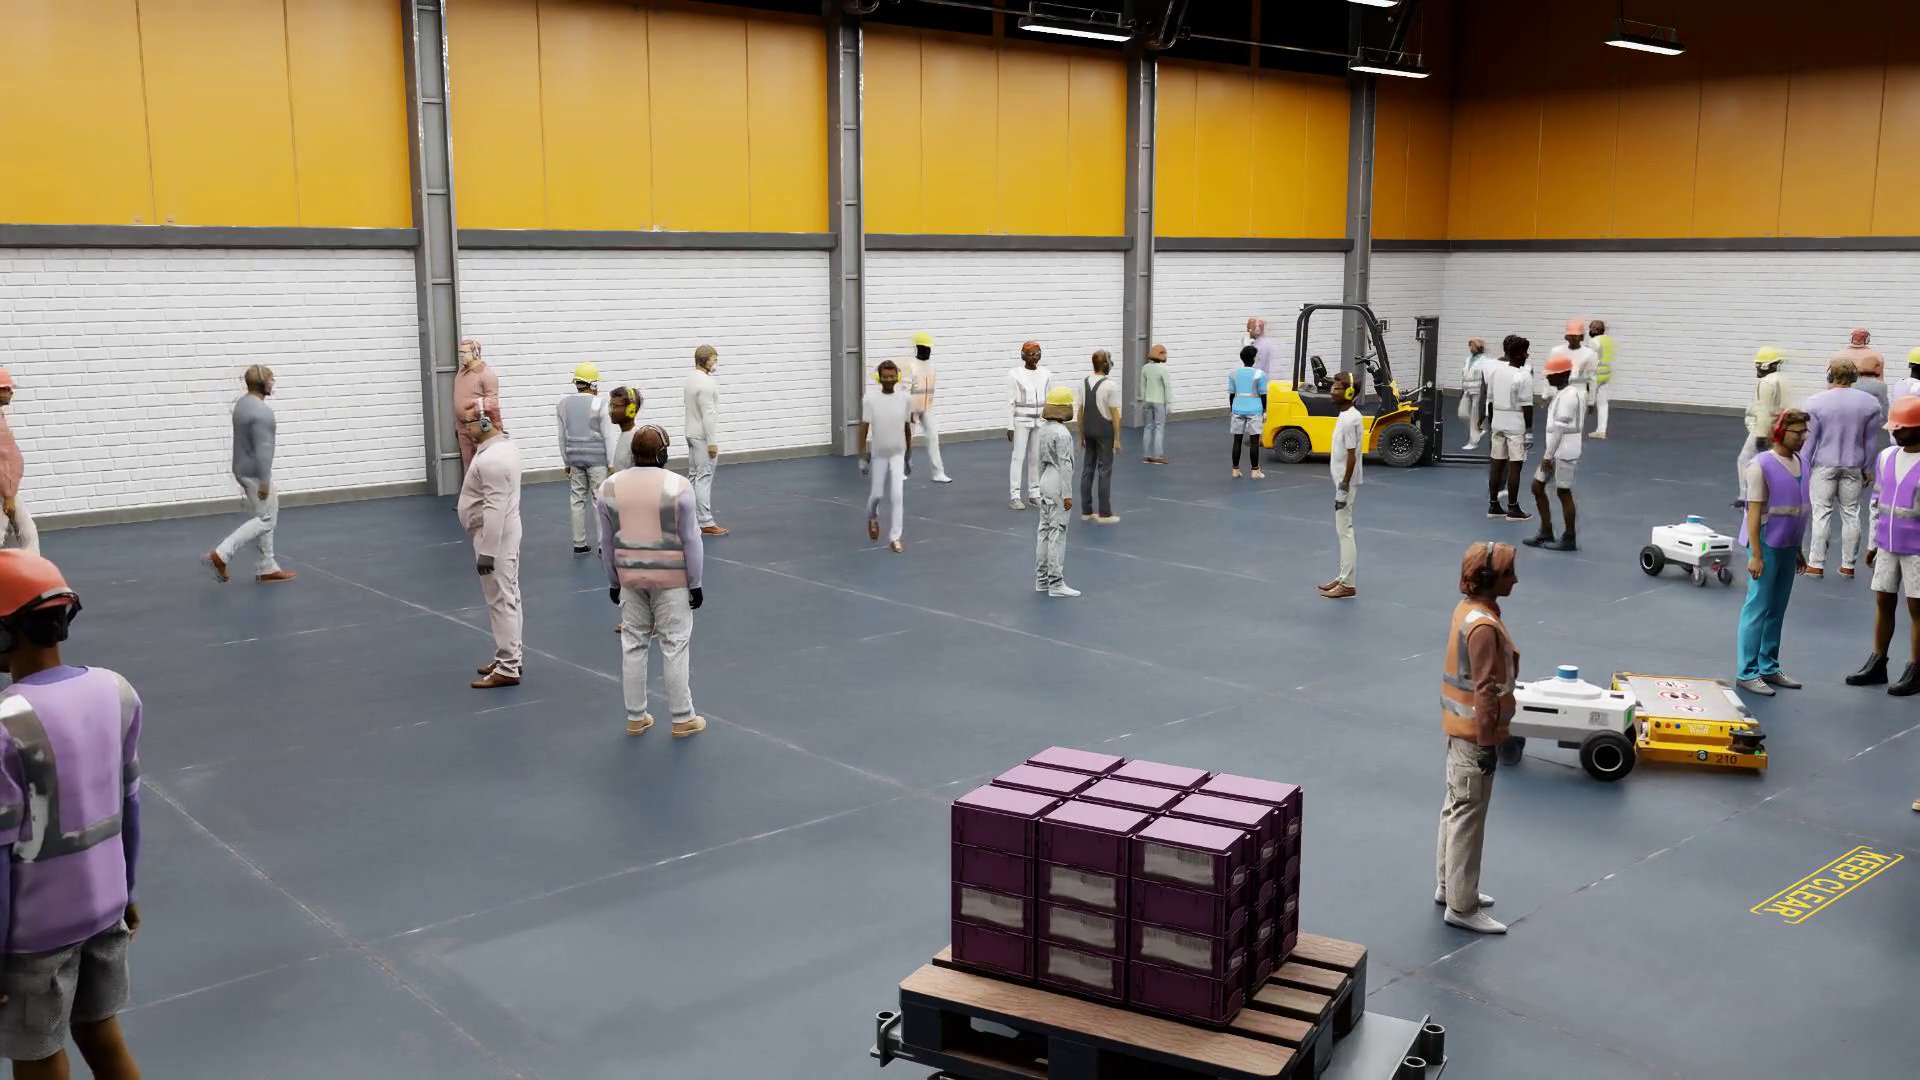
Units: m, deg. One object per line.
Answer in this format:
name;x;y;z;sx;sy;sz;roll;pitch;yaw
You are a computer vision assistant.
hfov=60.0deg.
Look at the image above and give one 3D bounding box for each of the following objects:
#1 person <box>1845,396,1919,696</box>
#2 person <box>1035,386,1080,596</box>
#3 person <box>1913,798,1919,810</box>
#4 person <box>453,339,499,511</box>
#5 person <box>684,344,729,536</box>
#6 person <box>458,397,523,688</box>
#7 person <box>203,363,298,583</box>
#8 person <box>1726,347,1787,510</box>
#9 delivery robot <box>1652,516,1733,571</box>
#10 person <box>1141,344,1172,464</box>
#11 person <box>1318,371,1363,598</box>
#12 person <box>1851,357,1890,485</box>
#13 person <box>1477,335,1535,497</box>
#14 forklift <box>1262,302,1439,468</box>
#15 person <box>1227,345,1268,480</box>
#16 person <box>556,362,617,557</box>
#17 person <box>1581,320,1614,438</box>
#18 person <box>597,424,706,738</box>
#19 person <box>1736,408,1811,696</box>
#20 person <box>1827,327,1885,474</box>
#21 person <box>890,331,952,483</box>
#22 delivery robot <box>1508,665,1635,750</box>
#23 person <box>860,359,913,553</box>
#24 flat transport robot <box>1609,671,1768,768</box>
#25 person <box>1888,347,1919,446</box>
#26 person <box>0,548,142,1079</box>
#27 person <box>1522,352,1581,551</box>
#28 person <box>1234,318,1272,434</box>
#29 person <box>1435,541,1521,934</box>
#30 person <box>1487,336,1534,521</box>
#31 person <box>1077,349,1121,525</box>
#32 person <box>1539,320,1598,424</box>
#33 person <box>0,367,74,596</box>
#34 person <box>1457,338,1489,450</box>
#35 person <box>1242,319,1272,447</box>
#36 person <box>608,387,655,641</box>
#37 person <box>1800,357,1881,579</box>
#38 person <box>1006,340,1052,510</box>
person;6.065;0.038;10.693;0.385;1.928;0.547;-4;10;-22
person;0.822;-0.407;13.841;0.313;1.741;0.494;-4;10;-20
person;5.111;0.424;8.229;0.378;1.994;0.622;-8;12;-39
person;-5.349;-1.248;18.286;0.642;1.909;0.408;7;12;36
person;-2.595;-1.008;16.808;0.378;1.933;0.628;-4;11;-24
person;-3.072;0.014;10.909;0.407;1.905;0.639;-1;10;-7
person;-6.076;-0.539;14.136;0.692;1.917;0.645;-8;13;-39
person;8.781;-1.217;18.350;0.590;1.817;0.627;9;13;41
delivery robot;6.366;0.032;14.467;0.477;0.478;0.707;-3;10;-16
person;2.669;-1.844;22.576;0.268;1.631;0.507;-8;12;-39
person;3.153;-0.455;13.735;0.323;1.876;0.528;2;10;11
person;10.998;-1.408;20.100;0.793;1.598;0.521;-5;11;-25
person;6.456;-1.469;19.610;0.627;1.889;0.740;7;12;34
forklift;5.320;-2.157;22.763;2.313;2.155;1.214;3;10;16
person;3.637;-1.609;21.006;0.535;1.699;0.318;6;11;32
person;-3.461;-0.748;15.572;0.586;1.833;0.403;3;10;19
person;9.784;-2.498;25.854;0.663;1.817;0.752;-7;12;-35
person;-1.784;0.243;9.746;0.622;1.845;0.429;2;10;14
person;5.267;0.066;10.766;0.567;1.846;0.389;-7;12;-34
person;11.566;-1.796;21.493;0.649;1.907;0.409;6;12;33
person;-0.515;-1.672;20.833;0.597;1.889;0.937;-8;13;-39
delivery robot;3.338;0.936;9.173;0.707;0.478;0.477;4;11;22
person;-0.713;-0.830;16.046;0.520;1.848;0.802;-2;10;-13
flat transport robot;4.230;1.025;9.738;0.652;0.197;1.431;3;10;15
person;9.455;-0.958;16.521;0.366;1.926;0.594;0;10;-1
person;-2.523;1.029;4.611;0.406;2.029;0.613;2;10;10
person;5.648;-0.832;15.870;0.636;1.904;0.537;1;10;8
person;4.720;-2.643;26.692;0.580;1.843;0.989;5;11;29
person;2.175;0.813;6.999;0.307;1.639;0.525;2;10;9
person;5.895;-1.191;17.772;0.361;1.965;0.613;-5;11;-25
person;1.467;-1.082;17.491;0.515;1.843;0.326;9;13;42
person;7.943;-1.870;21.703;0.630;1.983;1.067;8;12;38
person;-7.703;-0.410;13.243;0.955;1.959;0.627;-6;12;-32
person;7.506;-2.124;24.213;0.416;1.624;0.538;-4;10;-22
person;4.346;-2.311;24.577;0.506;1.891;0.646;1;10;7
person;-2.406;-0.183;12.220;0.408;1.880;0.582;-4;11;-24
person;7.647;-0.620;14.525;0.629;1.937;0.378;2;10;9
person;0.774;-1.282;18.550;0.583;1.882;0.337;-5;11;-28
